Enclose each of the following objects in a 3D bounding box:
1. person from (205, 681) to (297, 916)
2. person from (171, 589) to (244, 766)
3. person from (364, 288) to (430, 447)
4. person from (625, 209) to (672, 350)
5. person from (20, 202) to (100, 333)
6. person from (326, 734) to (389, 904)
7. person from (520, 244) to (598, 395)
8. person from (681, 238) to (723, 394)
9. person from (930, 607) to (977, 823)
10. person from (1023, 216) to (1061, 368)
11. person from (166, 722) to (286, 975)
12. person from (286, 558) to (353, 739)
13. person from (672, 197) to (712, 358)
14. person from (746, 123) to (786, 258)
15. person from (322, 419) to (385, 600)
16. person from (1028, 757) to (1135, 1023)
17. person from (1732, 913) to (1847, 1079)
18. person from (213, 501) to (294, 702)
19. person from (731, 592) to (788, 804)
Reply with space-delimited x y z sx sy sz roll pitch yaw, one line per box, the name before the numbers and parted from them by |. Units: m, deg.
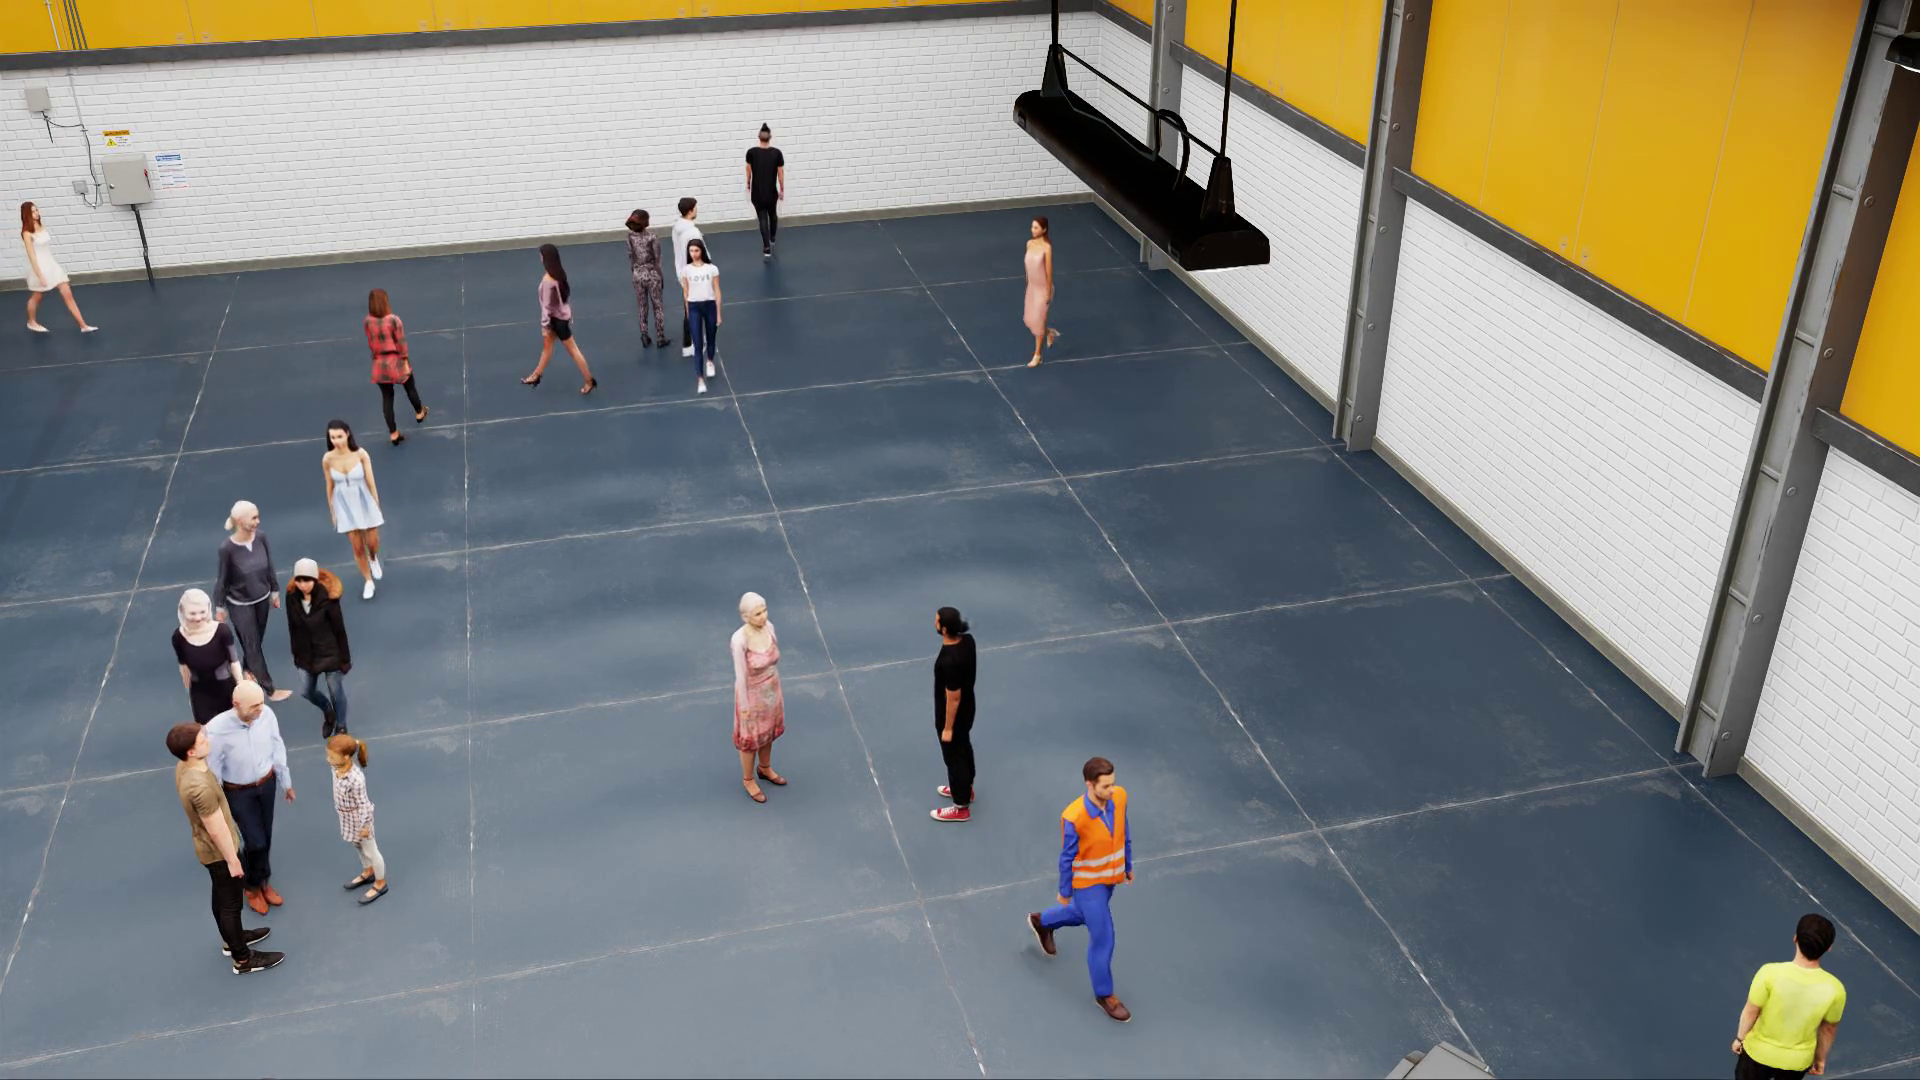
person | -4.811 1.674 11.199 0.860 1.758 0.830 23 36 36
person | -5.421 1.110 12.181 0.613 1.807 1.015 -6 29 -12
person | -6.088 -1.796 17.662 0.865 1.660 1.108 4 29 7
person | -3.787 -3.163 20.112 0.653 1.714 0.674 7 29 13
person | -11.323 -3.294 20.409 1.021 1.659 1.183 6 29 12
person | -4.100 1.863 11.317 0.588 1.312 0.677 25 37 38
person | -4.391 -2.417 18.699 0.963 1.757 1.141 2 29 3
person | -2.929 -2.615 19.092 0.694 1.728 1.154 -4 29 -7
person | -0.030 1.238 11.999 0.762 1.756 0.636 6 29 10
person | 1.006 -2.938 19.586 0.836 1.822 0.832 -24 36 -36
person | -4.739 1.945 10.604 0.791 1.851 0.630 -18 33 -30
person | -4.927 0.831 12.878 0.706 1.630 0.698 1 29 2
person | -3.287 -3.108 19.811 0.901 1.905 0.841 -19 34 -31
person | -2.703 -4.819 23.036 0.736 1.821 1.175 -5 29 -9
person | -5.404 -0.319 14.893 0.587 1.720 0.692 -8 30 -14
person | 0.770 2.078 10.379 1.282 1.834 1.066 25 37 38
person | 4.520 2.825 9.152 0.824 1.697 0.911 8 30 15
person | -5.816 0.457 13.503 1.094 1.688 1.015 21 35 33
person | -1.502 1.130 12.266 0.748 1.691 0.698 19 34 30
